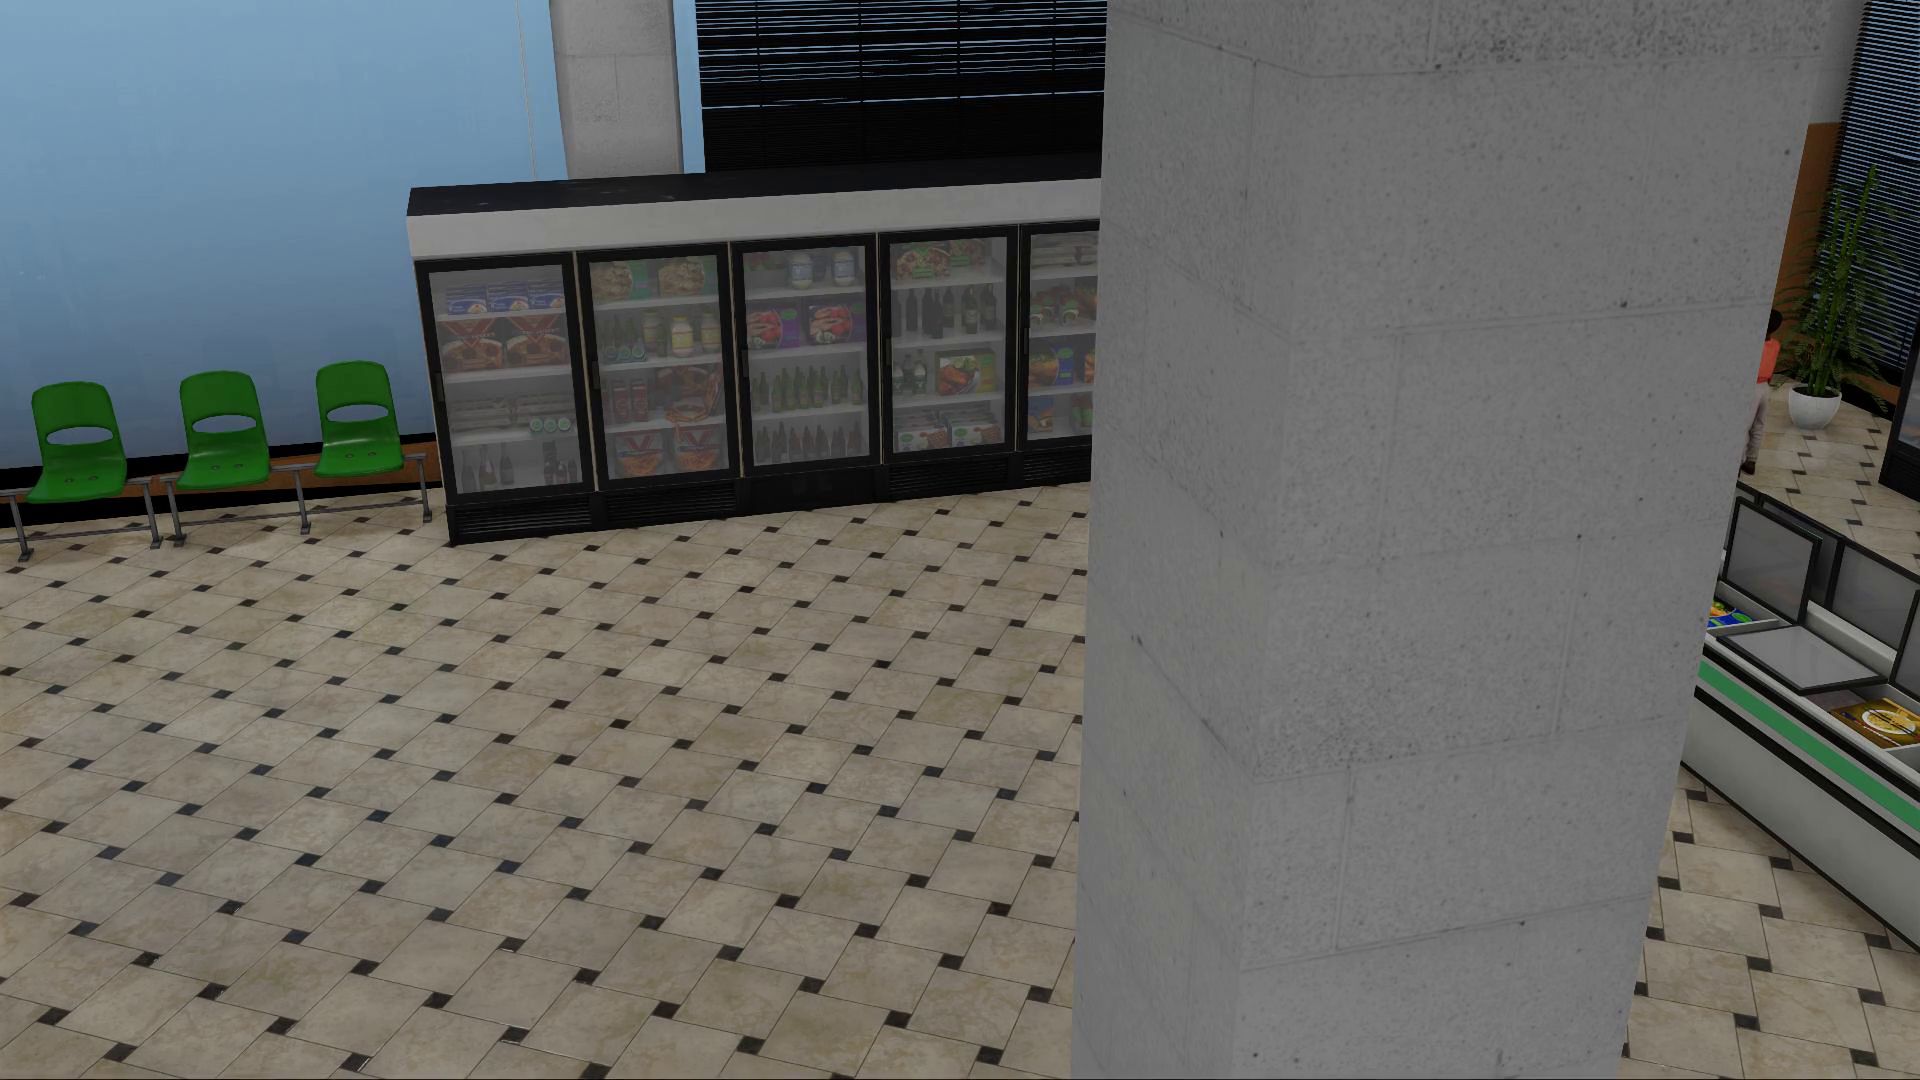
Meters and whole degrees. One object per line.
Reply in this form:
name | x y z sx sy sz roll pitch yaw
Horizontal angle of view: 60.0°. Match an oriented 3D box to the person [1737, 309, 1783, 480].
person | 5.960 -1.106 12.495 0.516 1.311 0.498 -10 25 -21
